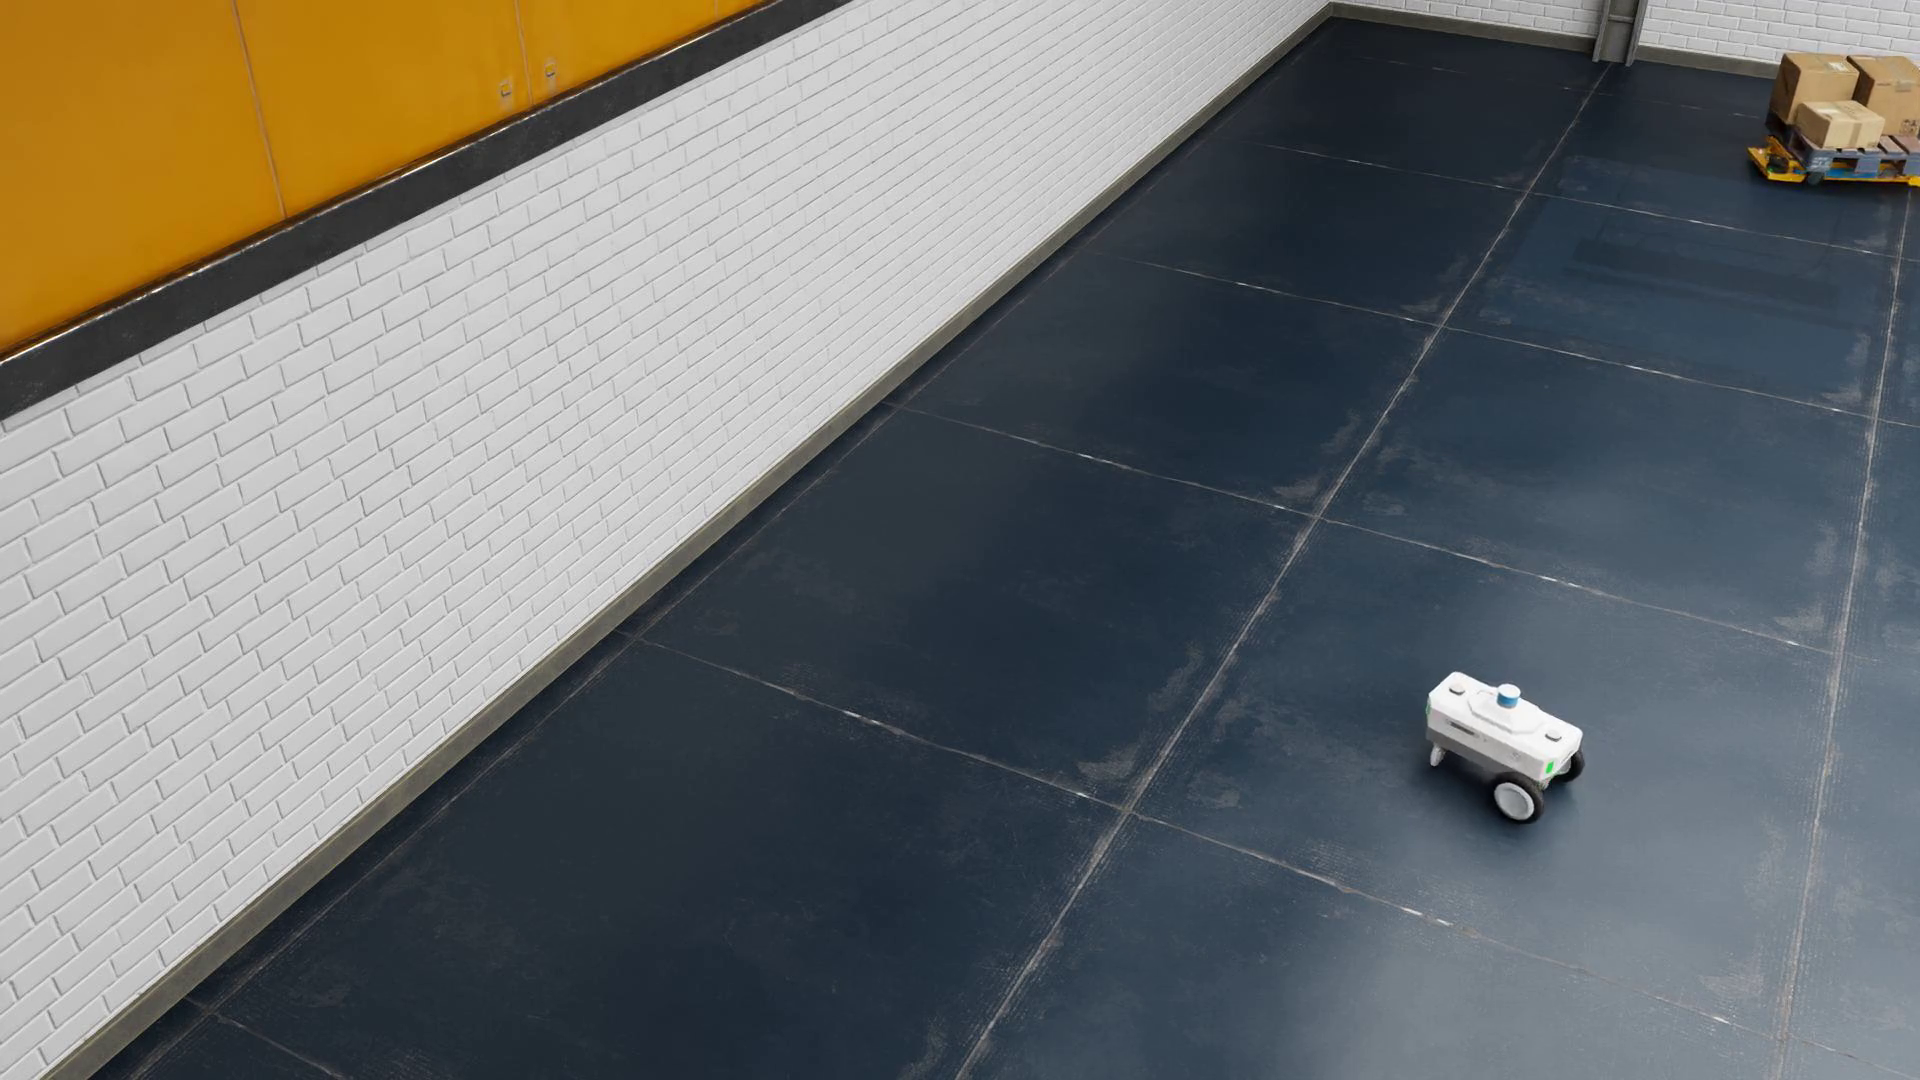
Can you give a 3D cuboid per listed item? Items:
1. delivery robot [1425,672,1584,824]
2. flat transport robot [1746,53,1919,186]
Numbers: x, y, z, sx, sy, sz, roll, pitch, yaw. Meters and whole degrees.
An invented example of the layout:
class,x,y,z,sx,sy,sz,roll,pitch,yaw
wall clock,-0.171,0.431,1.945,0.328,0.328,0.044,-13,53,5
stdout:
class,x,y,z,sx,sy,sz,roll,pitch,yaw
delivery robot,2.706,0.988,8.255,0.771,0.600,0.523,27,43,34
flat transport robot,7.987,-3.438,15.093,1.431,0.231,0.659,3,34,4
